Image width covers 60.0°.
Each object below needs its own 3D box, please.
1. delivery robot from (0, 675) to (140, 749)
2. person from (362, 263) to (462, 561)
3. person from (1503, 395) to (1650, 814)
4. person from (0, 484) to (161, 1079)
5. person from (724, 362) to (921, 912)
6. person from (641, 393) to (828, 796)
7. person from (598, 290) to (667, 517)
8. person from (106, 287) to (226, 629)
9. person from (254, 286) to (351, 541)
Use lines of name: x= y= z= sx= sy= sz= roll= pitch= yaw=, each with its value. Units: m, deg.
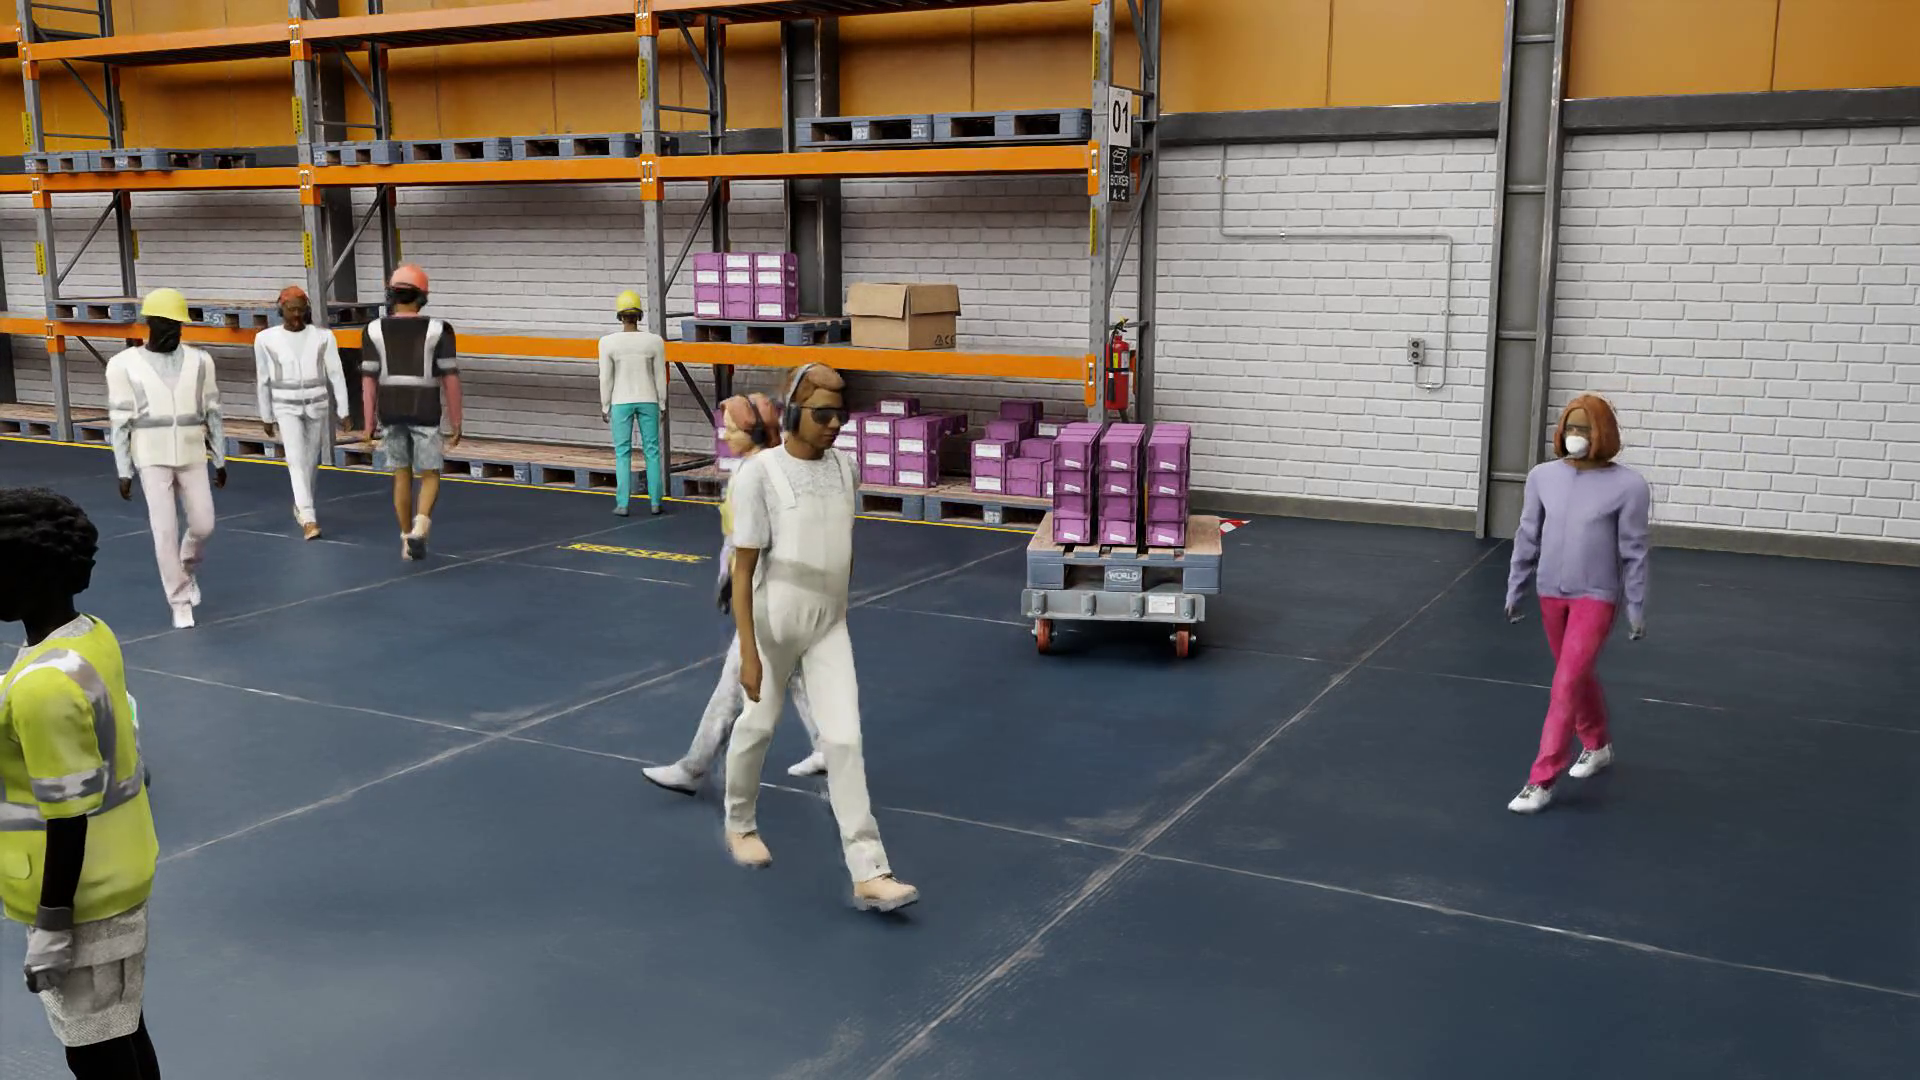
delivery robot: x=-3.556 y=0.674 z=6.595 sx=0.707 sy=0.478 sz=0.477 roll=10 pitch=14 yaw=42
person: x=-3.653 y=-0.824 z=11.064 sx=0.650 sy=2.014 sz=0.681 roll=-1 pitch=10 yaw=-6
person: x=2.405 y=0.221 z=6.499 sx=0.842 sy=1.589 sz=0.514 roll=-9 pitch=13 yaw=-39
person: x=-1.836 y=0.724 z=3.448 sx=0.318 sy=1.697 sz=0.533 roll=-4 pitch=11 yaw=-22
person: x=-0.529 y=0.304 z=5.510 sx=0.545 sy=1.791 sz=1.011 roll=-8 pitch=13 yaw=-38
person: x=-0.832 y=0.215 z=6.536 sx=0.894 sy=1.579 sz=0.545 roll=-4 pitch=11 yaw=-21
person: x=-2.556 y=-1.061 z=13.034 sx=0.525 sy=1.772 sz=0.307 roll=-4 pitch=11 yaw=-19
person: x=-4.467 y=-0.469 z=9.399 sx=0.603 sy=1.908 sz=0.544 roll=-9 pitch=13 yaw=-39
person: x=-4.861 y=-0.957 z=12.298 sx=0.596 sy=1.844 sz=1.003 roll=-6 pitch=12 yaw=-30
